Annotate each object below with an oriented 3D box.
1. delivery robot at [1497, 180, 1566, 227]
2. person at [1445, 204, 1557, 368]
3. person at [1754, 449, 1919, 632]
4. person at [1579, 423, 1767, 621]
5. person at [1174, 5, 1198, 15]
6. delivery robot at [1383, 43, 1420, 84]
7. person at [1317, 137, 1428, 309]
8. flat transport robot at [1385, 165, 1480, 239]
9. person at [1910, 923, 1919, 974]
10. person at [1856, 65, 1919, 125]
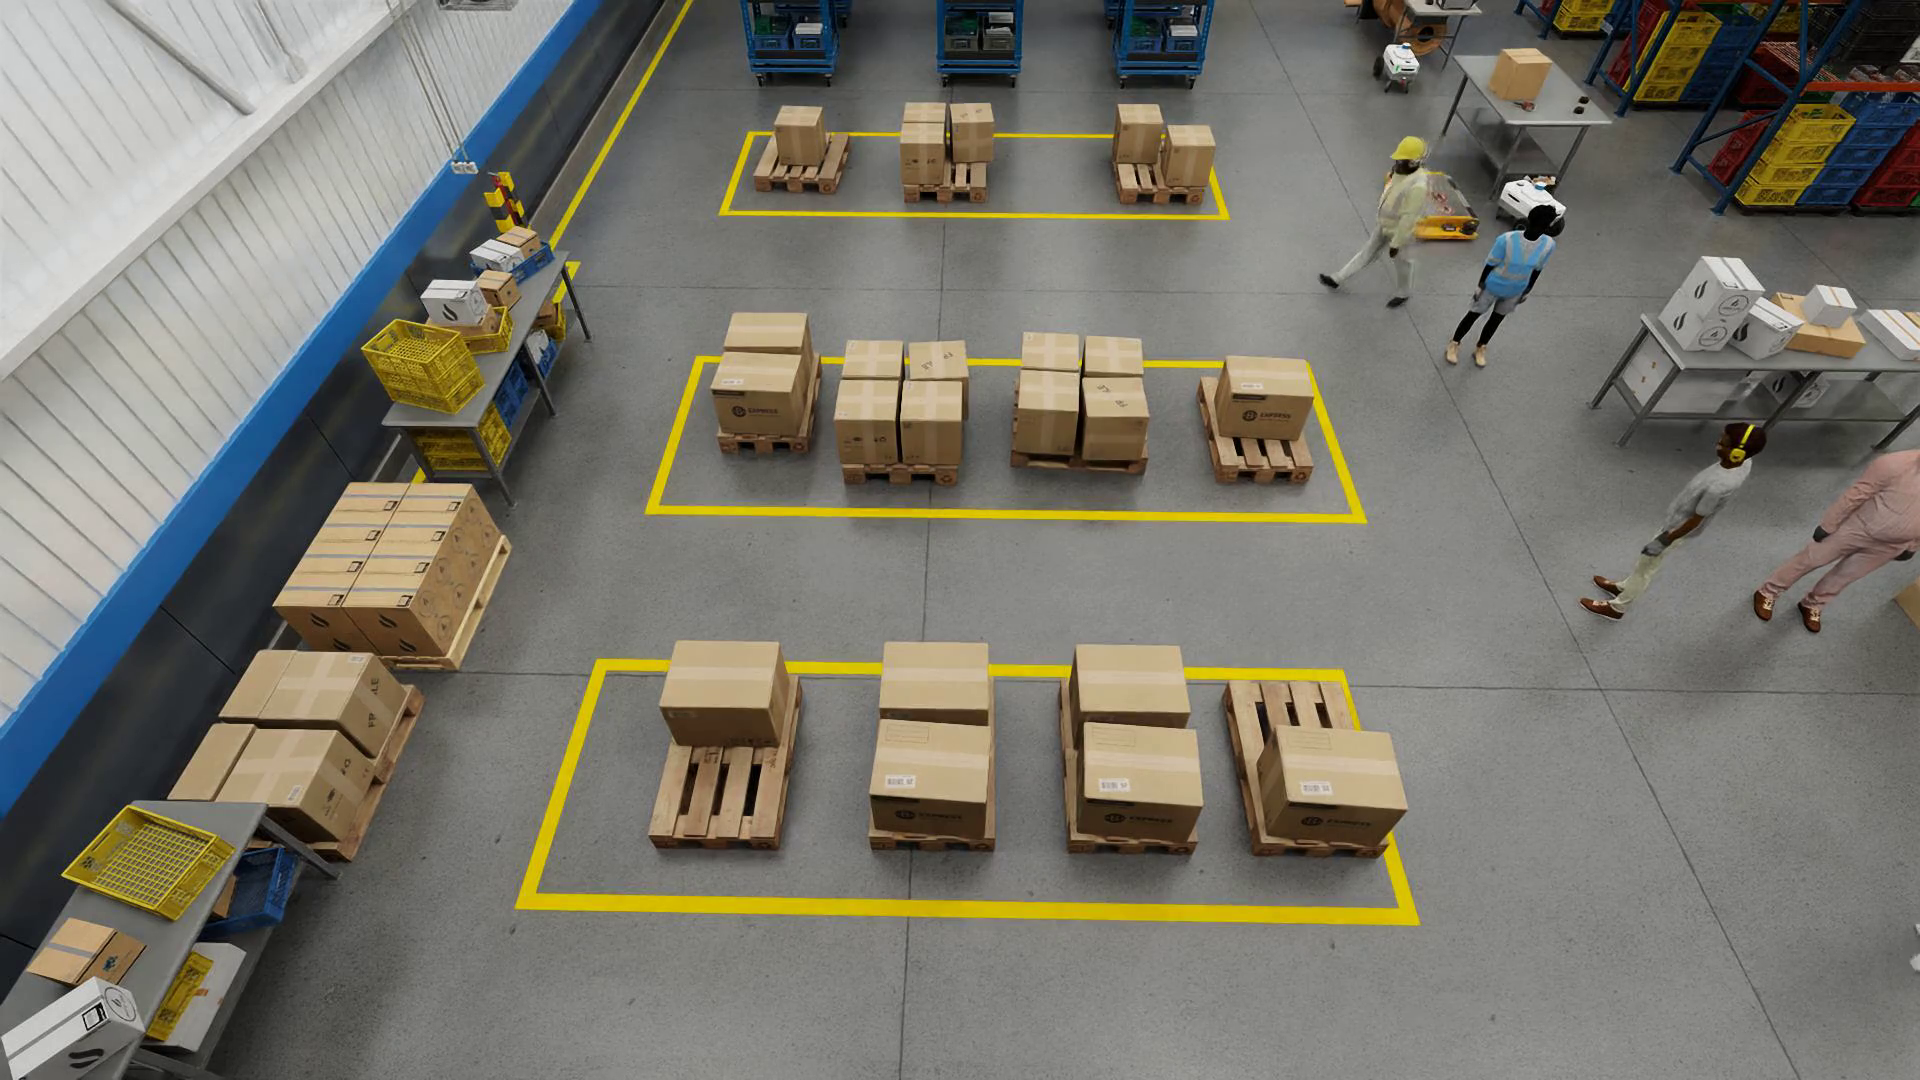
[{"bbox_3d":[6.648,-3.918,10.660,0.477,0.478,0.707,-14,51,-12],"label":"delivery robot"},{"bbox_3d":[5.123,-2.382,8.645,0.535,1.695,0.319,6,49,5],"label":"person"},{"bbox_3d":[6.474,-0.047,6.489,0.644,1.900,0.402,16,51,13],"label":"person"},{"bbox_3d":[5.106,-0.106,6.562,0.329,1.865,0.511,37,59,28],"label":"person"},{"bbox_3d":[3.808,-9.393,14.745,0.522,1.639,0.306,30,55,23],"label":"person"},{"bbox_3d":[6.378,-6.917,13.256,0.477,0.478,0.707,3,49,2],"label":"delivery robot"},{"bbox_3d":[4.375,-3.191,9.296,1.011,1.752,0.661,1,49,1],"label":"person"},{"bbox_3d":[5.692,-4.094,11.059,0.652,0.197,1.431,1,49,1],"label":"flat transport robot"},{"bbox_3d":[5.876,1.834,4.866,0.659,1.889,0.654,-4,49,-4],"label":"person"},{"bbox_3d":[11.792,-5.867,11.556,0.550,1.881,0.605,-12,50,-10],"label":"person"}]
